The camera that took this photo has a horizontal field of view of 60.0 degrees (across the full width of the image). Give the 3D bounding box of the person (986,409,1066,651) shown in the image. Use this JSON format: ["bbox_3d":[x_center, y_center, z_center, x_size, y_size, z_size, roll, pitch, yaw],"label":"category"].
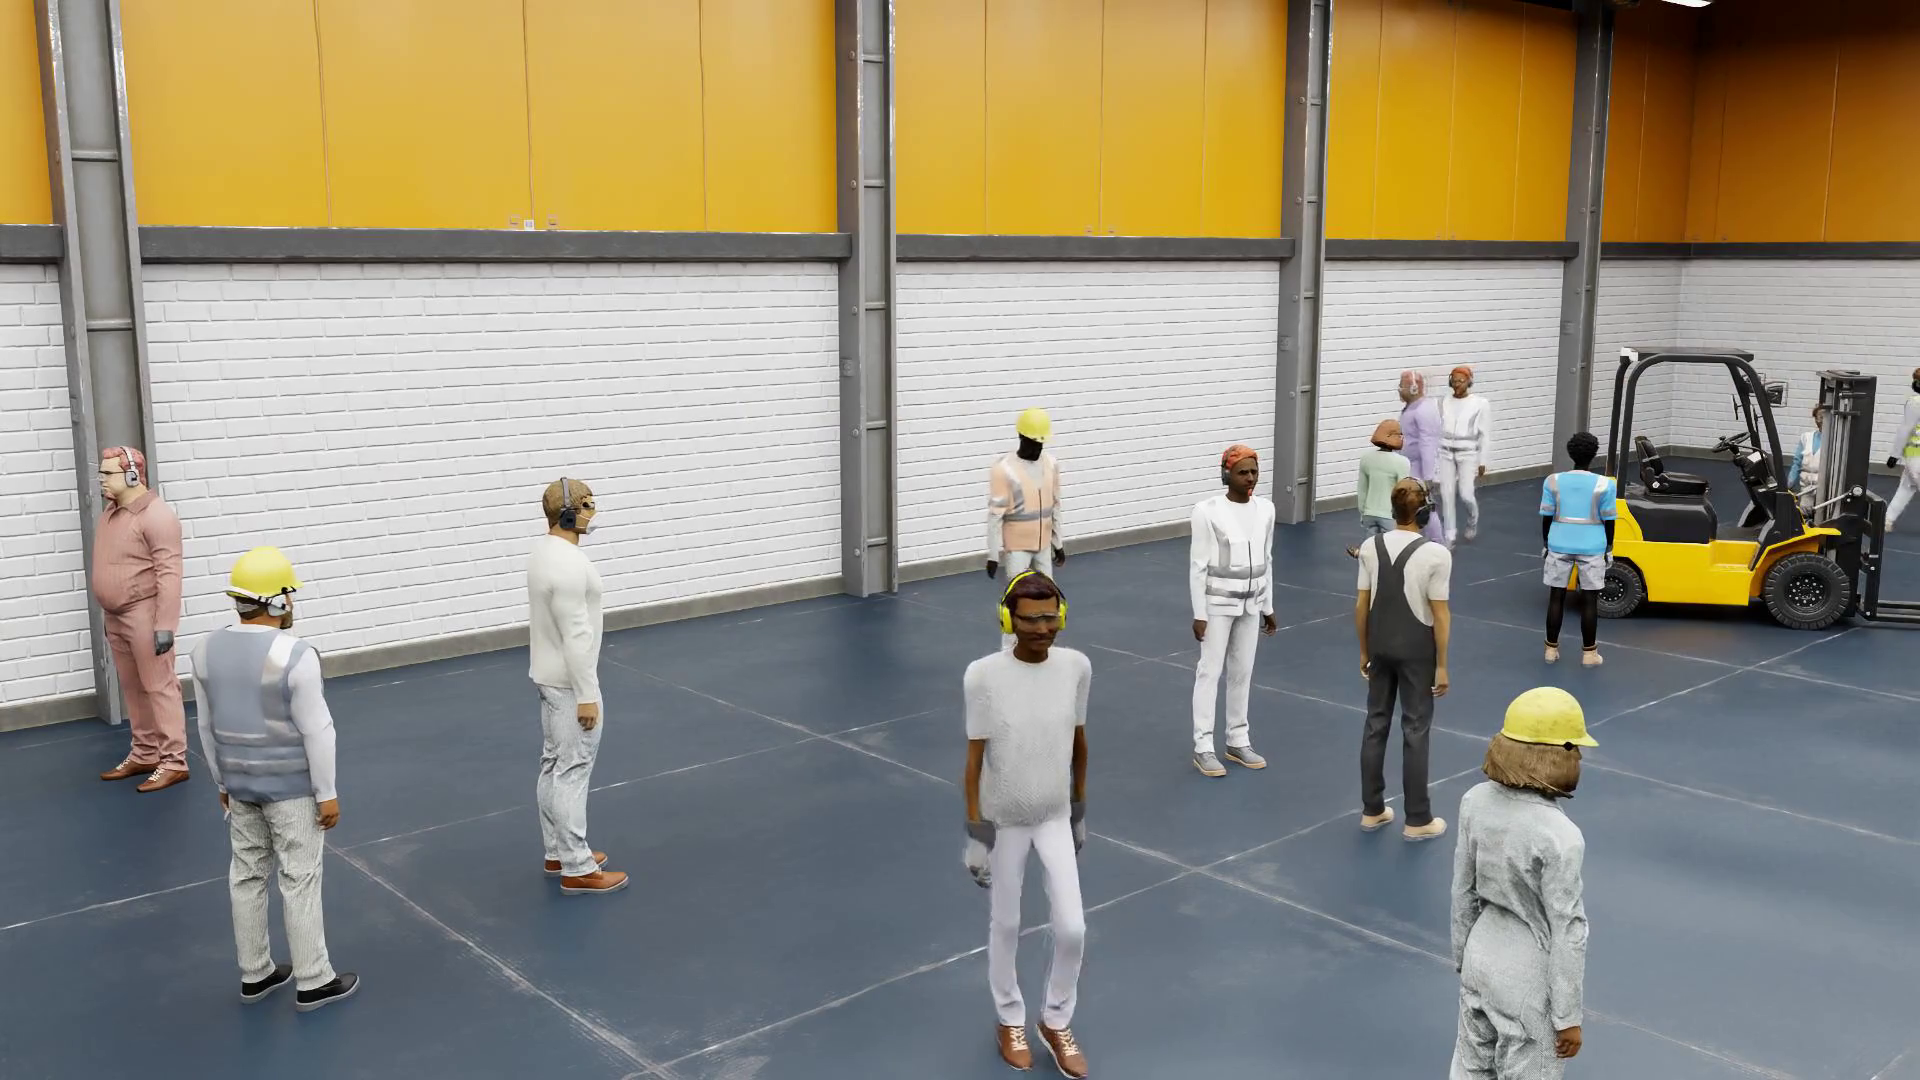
[{"bbox_3d":[0.457,0.023,11.614,0.735,1.900,0.555,-8,12,-39],"label":"person"}]

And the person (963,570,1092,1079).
[{"bbox_3d":[0.247,1.022,5.917,0.504,1.851,0.577,-2,10,-13],"label":"person"}]

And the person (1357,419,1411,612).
[{"bbox_3d":[3.444,-0.166,13.505,0.285,1.631,0.501,-7,12,-37],"label":"person"}]

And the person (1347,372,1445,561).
[{"bbox_3d":[4.188,-0.659,15.728,0.993,1.851,0.676,1,10,6],"label":"person"}]

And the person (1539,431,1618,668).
[{"bbox_3d":[4.431,0.068,11.936,0.539,1.700,0.317,6,11,32],"label":"person"}]

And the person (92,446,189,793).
[{"bbox_3d":[-4.566,0.431,9.209,0.651,1.907,0.409,7,12,35],"label":"person"}]

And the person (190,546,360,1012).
[{"bbox_3d":[-2.669,0.931,6.498,0.591,1.833,0.403,3,10,18],"label":"person"}]

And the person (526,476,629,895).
[{"bbox_3d":[-1.805,0.673,7.728,0.372,1.930,0.627,-5,11,-26],"label":"person"}]

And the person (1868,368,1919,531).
[{"bbox_3d":[10.042,-0.914,17.443,0.639,1.794,0.984,-6,12,-33],"label":"person"}]

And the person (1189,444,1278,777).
[{"bbox_3d":[1.559,0.395,9.489,0.572,1.883,0.355,-5,11,-28],"label":"person"}]

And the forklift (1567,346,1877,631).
[{"bbox_3d":[6.109,-0.478,13.691,2.313,2.155,1.214,3,10,16],"label":"forklift"}]

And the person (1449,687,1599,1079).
[{"bbox_3d":[1.612,1.271,4.775,0.320,1.740,0.492,-4,10,-20],"label":"person"}]

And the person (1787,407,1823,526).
[{"bbox_3d":[7.703,-0.409,14.939,0.372,1.636,0.534,-4,10,-21],"label":"person"}]

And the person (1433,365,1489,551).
[{"bbox_3d":[5.031,-0.833,16.743,0.574,1.869,0.539,6,12,33],"label":"person"}]

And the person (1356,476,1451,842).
[{"bbox_3d":[2.241,0.596,8.421,0.506,1.846,0.349,9,14,44],"label":"person"}]
